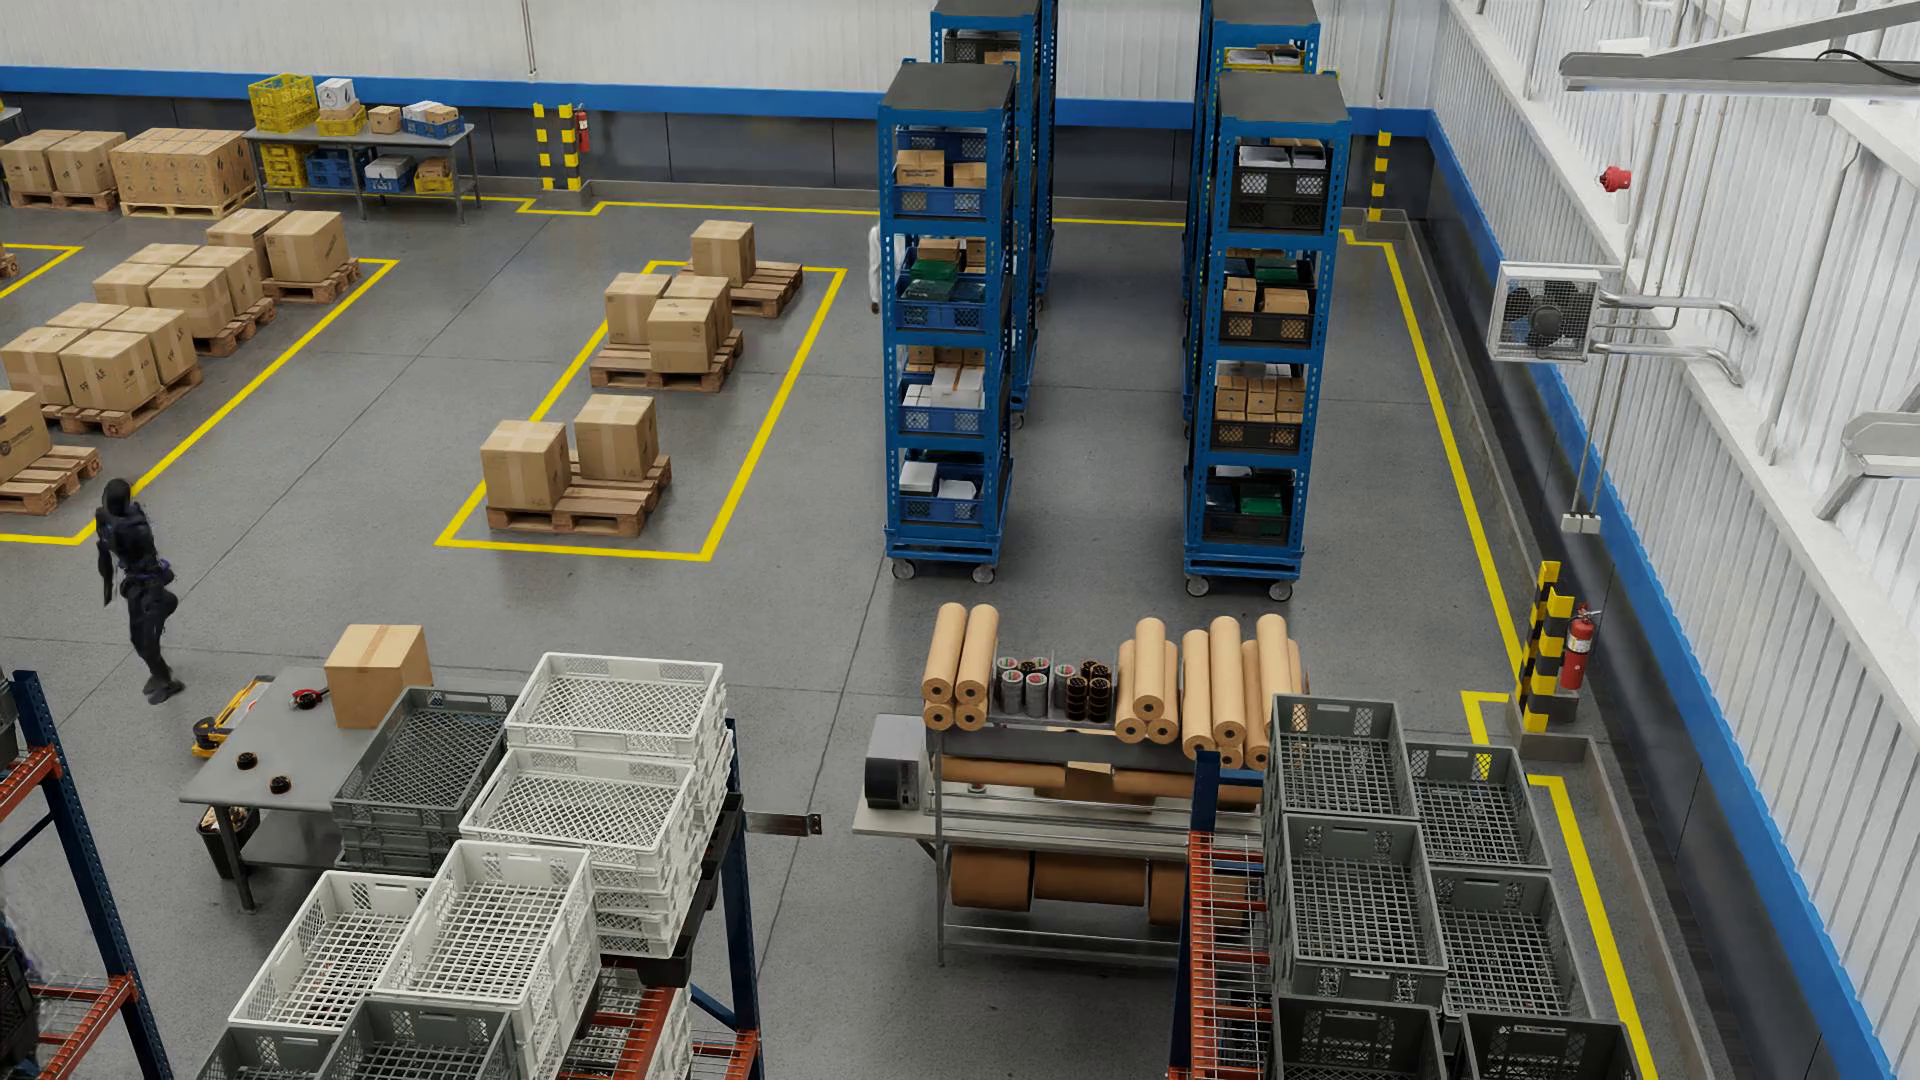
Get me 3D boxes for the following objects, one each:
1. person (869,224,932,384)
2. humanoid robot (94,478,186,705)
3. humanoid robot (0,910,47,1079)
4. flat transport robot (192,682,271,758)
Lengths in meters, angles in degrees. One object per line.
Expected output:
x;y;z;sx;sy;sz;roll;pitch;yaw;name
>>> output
-0.521;-2.173;14.828;0.579;1.858;0.755;-2;30;-3;person
-5.311;0.327;10.730;0.608;1.634;0.394;18;35;28;humanoid robot
-4.410;2.167;7.561;0.575;1.645;0.546;-10;32;-17;humanoid robot
-4.089;1.163;10.648;1.431;0.197;0.652;3;30;6;flat transport robot
